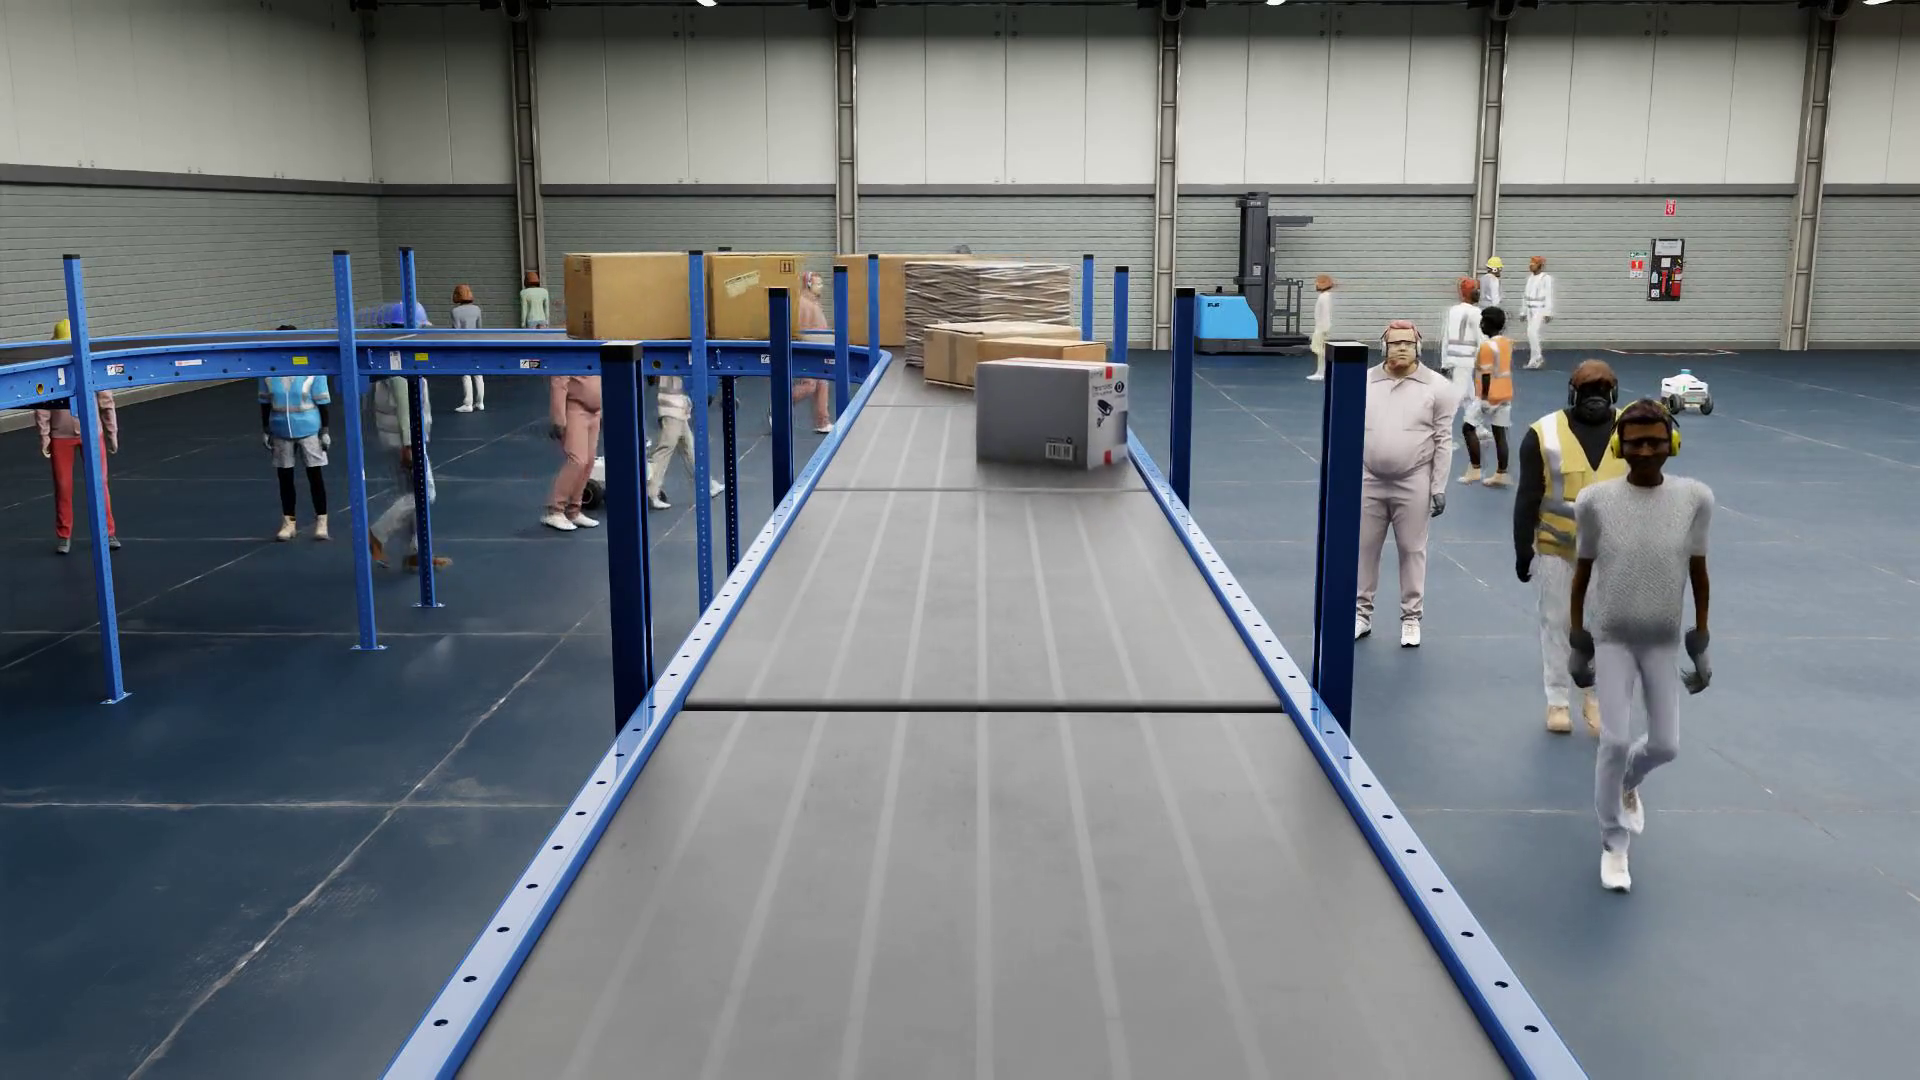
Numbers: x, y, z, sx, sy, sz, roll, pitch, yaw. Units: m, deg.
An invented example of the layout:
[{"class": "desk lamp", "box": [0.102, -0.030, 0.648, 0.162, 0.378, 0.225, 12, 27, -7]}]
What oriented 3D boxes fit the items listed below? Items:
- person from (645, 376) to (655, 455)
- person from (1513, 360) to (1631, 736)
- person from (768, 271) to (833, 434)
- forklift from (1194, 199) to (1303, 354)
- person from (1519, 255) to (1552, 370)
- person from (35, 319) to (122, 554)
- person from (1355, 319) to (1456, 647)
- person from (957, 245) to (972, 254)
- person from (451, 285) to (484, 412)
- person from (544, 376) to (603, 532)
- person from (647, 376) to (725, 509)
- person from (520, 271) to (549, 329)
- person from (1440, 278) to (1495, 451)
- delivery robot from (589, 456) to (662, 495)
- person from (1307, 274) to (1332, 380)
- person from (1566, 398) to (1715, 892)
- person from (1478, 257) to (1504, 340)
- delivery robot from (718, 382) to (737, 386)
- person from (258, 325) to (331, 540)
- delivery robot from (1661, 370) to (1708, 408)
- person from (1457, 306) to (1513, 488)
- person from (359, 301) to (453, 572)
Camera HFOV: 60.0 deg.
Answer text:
[{"class": "person", "box": [-3.459, -1.812, 17.374, 0.437, 1.910, 0.596, -8, 14, -37]}, {"class": "person", "box": [2.998, 0.051, 8.007, 0.663, 1.825, 0.537, 2, 11, 11]}, {"class": "person", "box": [-1.791, -2.160, 19.246, 0.775, 1.885, 0.650, 1, 11, 4]}, {"class": "forklift", "box": [5.313, -4.851, 30.603, 1.873, 2.768, 1.129, 0, 11, 1]}, {"class": "person", "box": [9.443, -3.737, 27.355, 0.436, 1.868, 0.612, -3, 12, -17]}, {"class": "person", "box": [-6.605, -0.775, 12.451, 0.529, 1.758, 0.374, -6, 13, -29]}, {"class": "person", "box": [2.540, -0.335, 9.780, 0.651, 1.913, 0.410, 5, 12, 26]}, {"class": "person", "box": [0.113, -4.132, 29.071, 0.724, 2.000, 0.705, -10, 15, -42]}, {"class": "person", "box": [-6.379, -2.477, 21.508, 0.284, 1.633, 0.497, 6, 12, 27]}, {"class": "person", "box": [-3.060, -1.011, 13.379, 0.468, 1.878, 0.674, 3, 11, 14]}, {"class": "person", "box": [-2.385, -1.073, 14.394, 0.892, 1.587, 0.514, -5, 12, -24]}, {"class": "person", "box": [-6.816, -3.482, 26.671, 0.498, 1.632, 0.284, -9, 14, -40]}, {"class": "person", "box": [5.554, -1.894, 17.972, 0.941, 1.840, 0.584, -2, 11, -11]}, {"class": "delivery robot", "box": [-2.941, -0.592, 14.464, 0.707, 0.478, 0.477, 3, 11, 17]}, {"class": "person", "box": [5.592, -3.276, 25.647, 0.407, 1.621, 0.506, 3, 11, 14]}, {"class": "person", "box": [2.580, 0.368, 6.335, 0.528, 1.847, 0.579, 2, 11, 10]}, {"class": "person", "box": [8.940, -3.846, 28.026, 0.403, 1.832, 0.593, -1, 11, -6]}, {"class": "delivery robot", "box": [-3.276, -2.147, 21.787, 0.698, 0.223, 0.335, 5, 12, 22]}, {"class": "person", "box": [-5.152, -0.830, 12.923, 0.543, 1.688, 0.325, -1, 11, -4]}, {"class": "delivery robot", "box": [9.362, -1.960, 21.493, 0.477, 0.478, 0.707, 0, 11, 1]}, {"class": "person", "box": [4.913, -1.331, 15.510, 0.542, 1.681, 0.554, -11, 15, -44]}, {"class": "person", "box": [-3.909, -0.708, 11.629, 0.544, 1.928, 0.621, -4, 12, -18]}]
